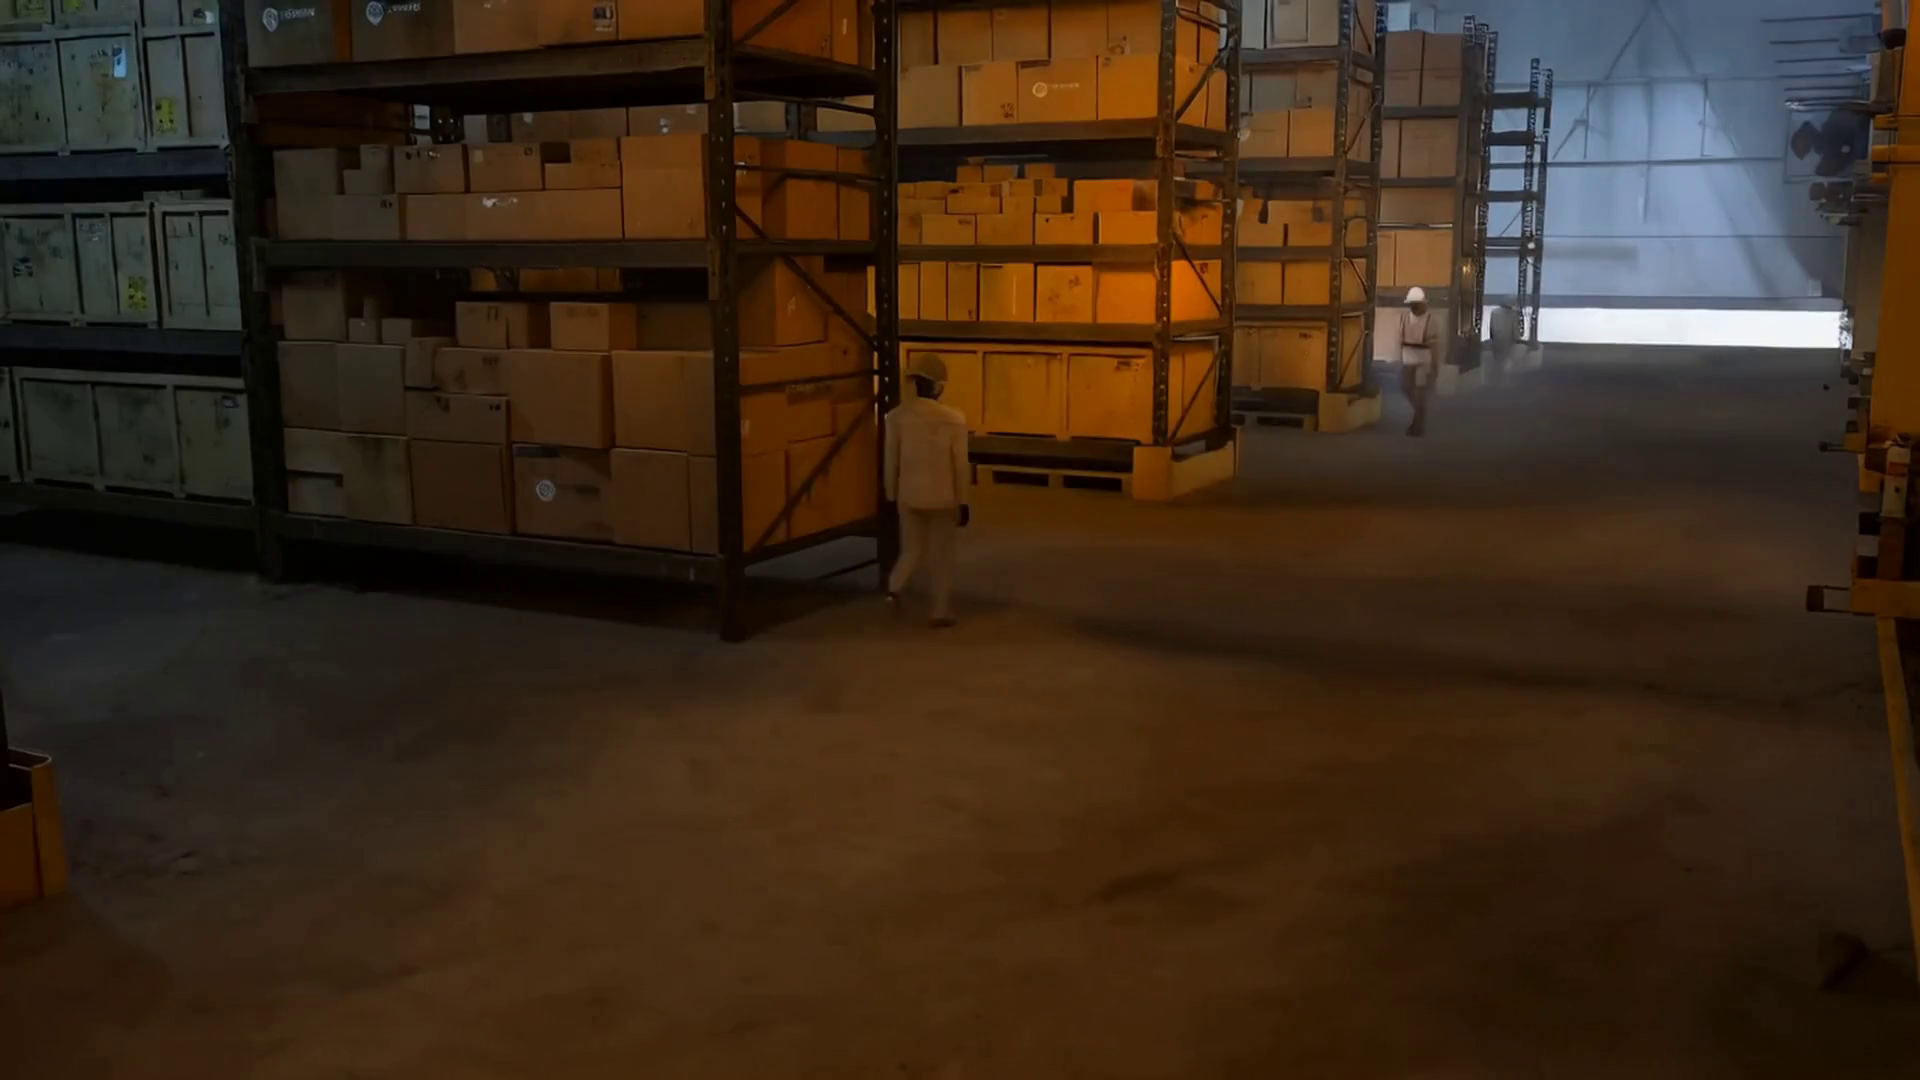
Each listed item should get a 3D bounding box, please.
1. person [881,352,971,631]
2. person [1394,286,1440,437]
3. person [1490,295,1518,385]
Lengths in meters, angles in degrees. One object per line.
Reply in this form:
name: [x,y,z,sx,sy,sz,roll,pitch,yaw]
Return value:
person: [-0.218,-0.273,10.132,0.568,1.735,0.555,5,11,27]
person: [5.896,-2.292,21.325,0.597,1.915,0.636,9,13,41]
person: [9.656,-3.557,29.568,0.519,1.585,0.899,1,10,7]
